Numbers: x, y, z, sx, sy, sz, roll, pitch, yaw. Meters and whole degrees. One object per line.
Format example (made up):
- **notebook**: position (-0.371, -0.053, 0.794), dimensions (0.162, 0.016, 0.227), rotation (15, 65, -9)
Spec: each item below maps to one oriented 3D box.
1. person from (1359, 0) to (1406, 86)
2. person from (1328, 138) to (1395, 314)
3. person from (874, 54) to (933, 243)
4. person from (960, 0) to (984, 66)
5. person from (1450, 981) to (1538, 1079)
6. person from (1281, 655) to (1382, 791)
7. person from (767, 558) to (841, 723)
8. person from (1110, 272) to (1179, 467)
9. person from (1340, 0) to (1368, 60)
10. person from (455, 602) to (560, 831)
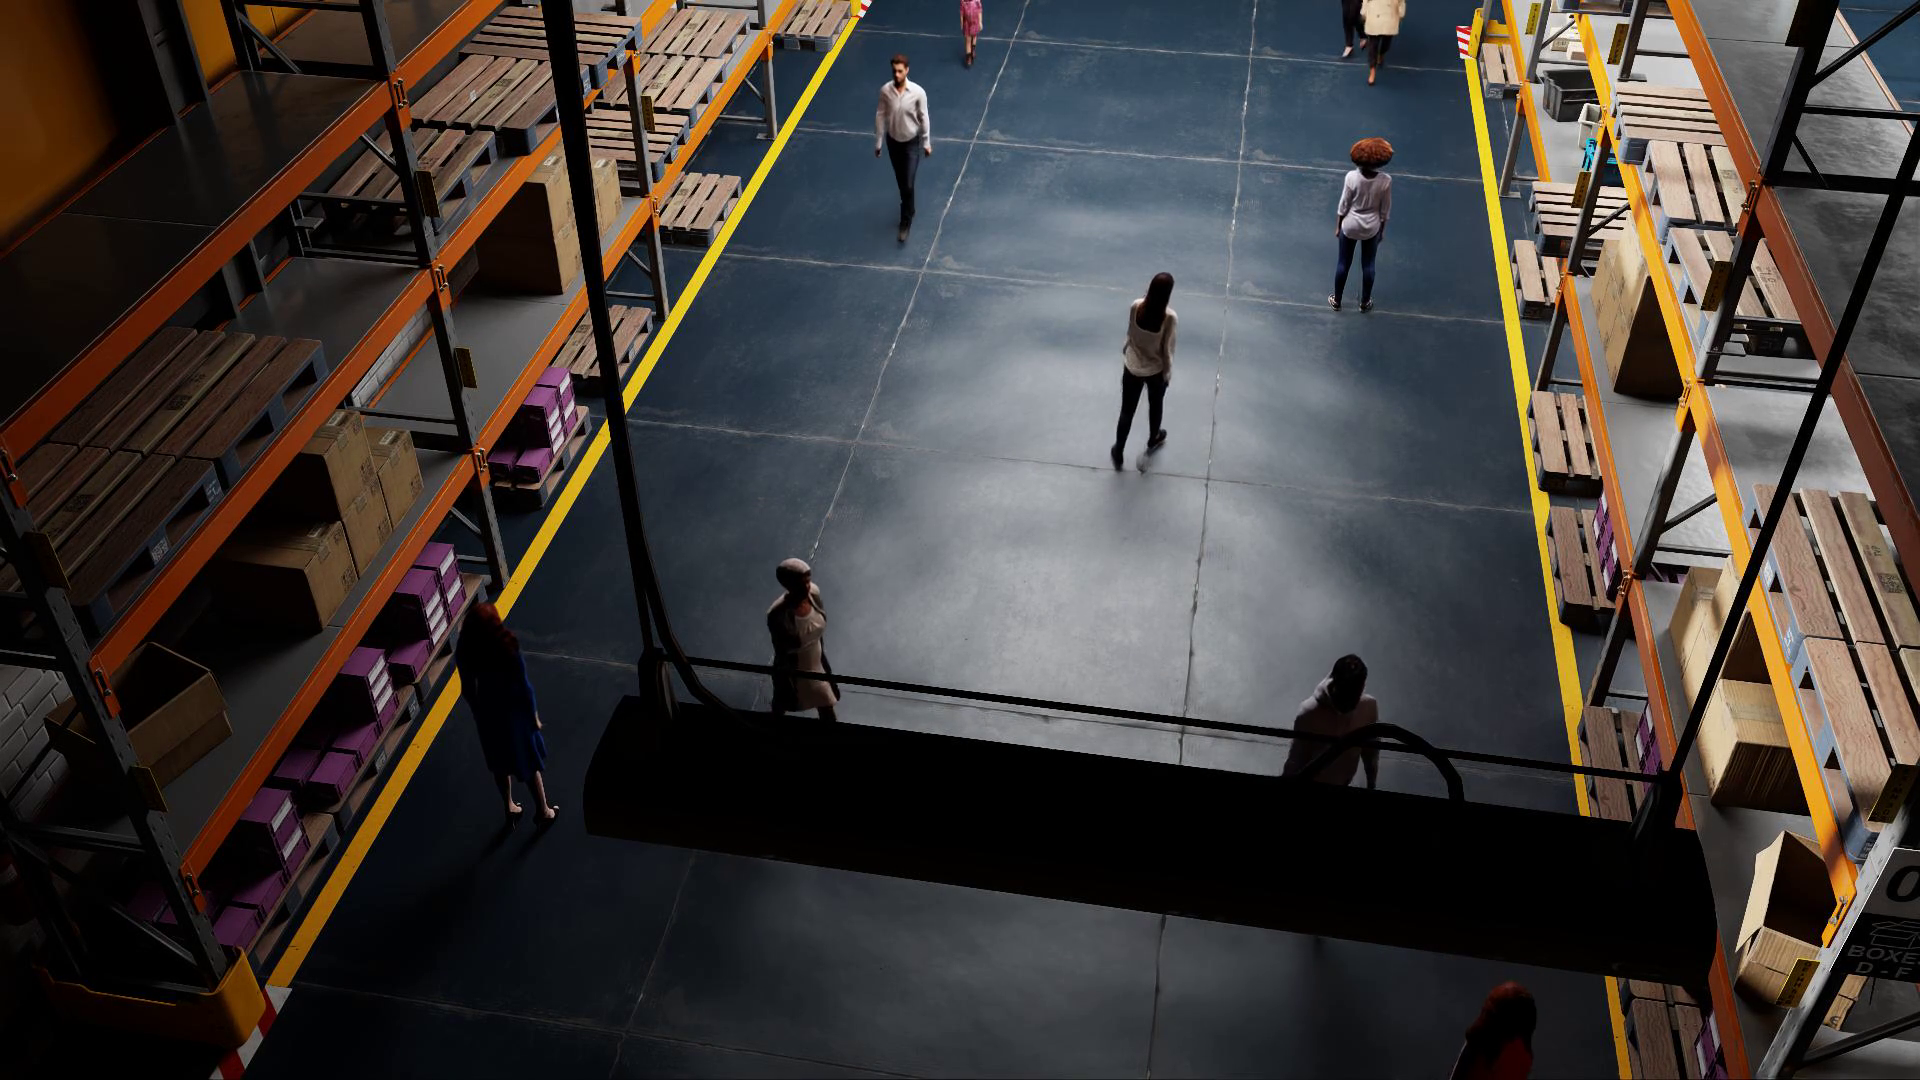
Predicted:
- **person**: position (5.016, -6.265, 19.705), dimensions (0.728, 1.673, 0.802), rotation (12, 40, 14)
- **person**: position (3.740, -2.931, 15.500), dimensions (0.624, 1.712, 0.573), rotation (8, 39, 9)
- **person**: position (-0.548, -4.023, 16.762), dimensions (0.767, 1.844, 1.048), rotation (10, 40, 13)
- **person**: position (0.147, -6.379, 20.386), dimensions (0.514, 1.002, 0.758), rotation (0, 39, 0)
- **person**: position (2.548, 2.741, 8.324), dimensions (1.030, 1.804, 1.131), rotation (-20, 43, -23)
- **person**: position (2.135, 1.345, 9.993), dimensions (0.958, 1.903, 1.071), rotation (-12, 40, -15)
- **person**: position (-1.116, 0.789, 10.839), dimensions (1.083, 1.715, 1.049), rotation (-31, 48, -33)
- **person**: position (1.492, -1.362, 13.577), dimensions (0.781, 1.660, 0.941), rotation (16, 41, 19)
- **person**: position (4.848, -6.742, 20.227), dimensions (0.820, 1.767, 0.877), rotation (30, 48, 32)
- **person**: position (-2.829, 1.119, 10.335), dimensions (0.599, 1.828, 0.564), rotation (8, 39, 9)
